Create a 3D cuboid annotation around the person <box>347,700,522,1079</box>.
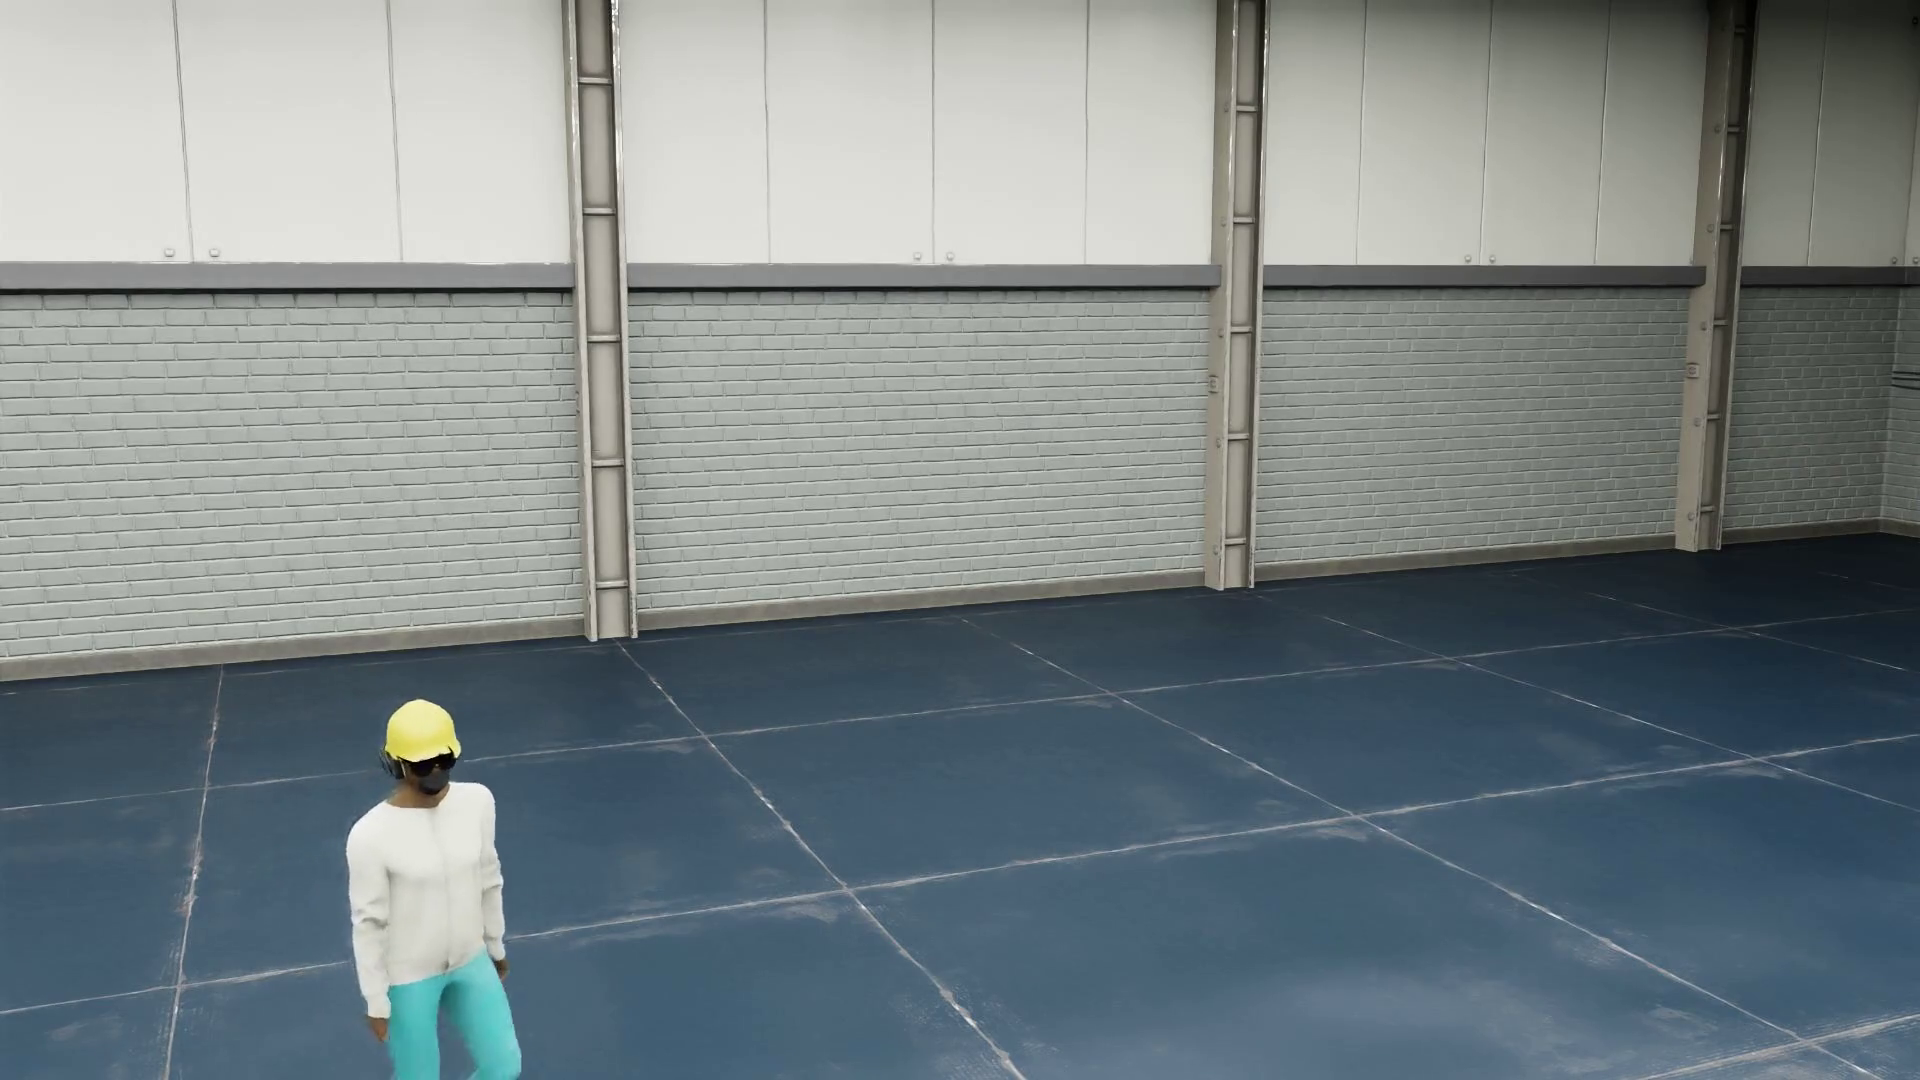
[{"bbox_3d":[-1.621,1.344,5.189,0.387,1.746,0.547,7,12,39],"label":"person"}]
